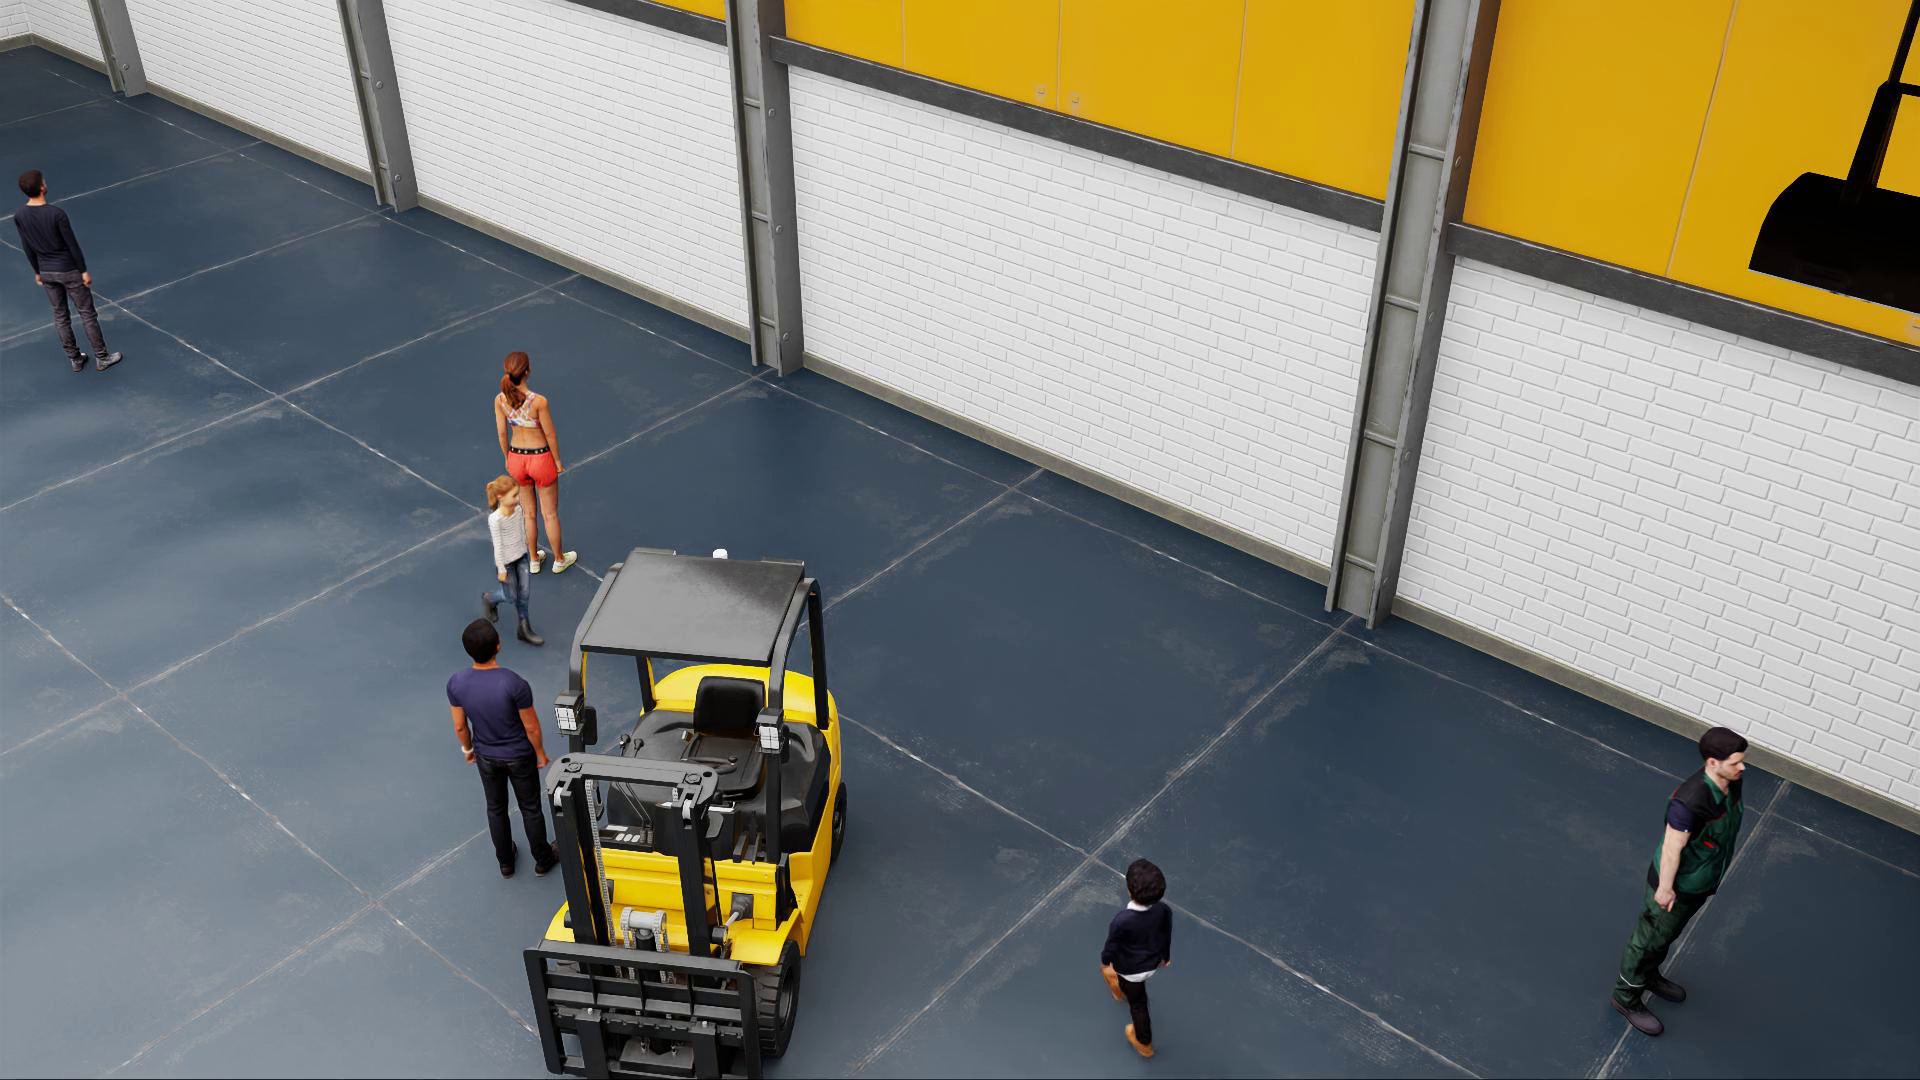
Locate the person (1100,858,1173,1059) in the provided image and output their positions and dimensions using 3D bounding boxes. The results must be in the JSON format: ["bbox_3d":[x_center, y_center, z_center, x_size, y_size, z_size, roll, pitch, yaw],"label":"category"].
[{"bbox_3d":[0.949,2.186,8.575,0.698,1.200,0.876,-16,37,-22],"label":"person"}]

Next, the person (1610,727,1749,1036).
[{"bbox_3d":[3.748,1.726,8.633,0.579,1.901,0.677,28,43,35],"label":"person"}]

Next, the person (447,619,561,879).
[{"bbox_3d":[-2.612,1.211,9.505,0.686,1.793,0.774,1,34,1],"label":"person"}]

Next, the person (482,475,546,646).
[{"bbox_3d":[-3.171,0.133,11.574,0.788,1.300,0.557,20,39,27],"label":"person"}]

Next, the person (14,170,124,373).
[{"bbox_3d":[-8.034,-2.390,14.854,0.698,1.870,0.780,0,34,1],"label":"person"}]

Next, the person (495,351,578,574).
[{"bbox_3d":[-3.134,-0.553,12.163,0.635,1.789,0.732,4,34,6],"label":"person"}]
